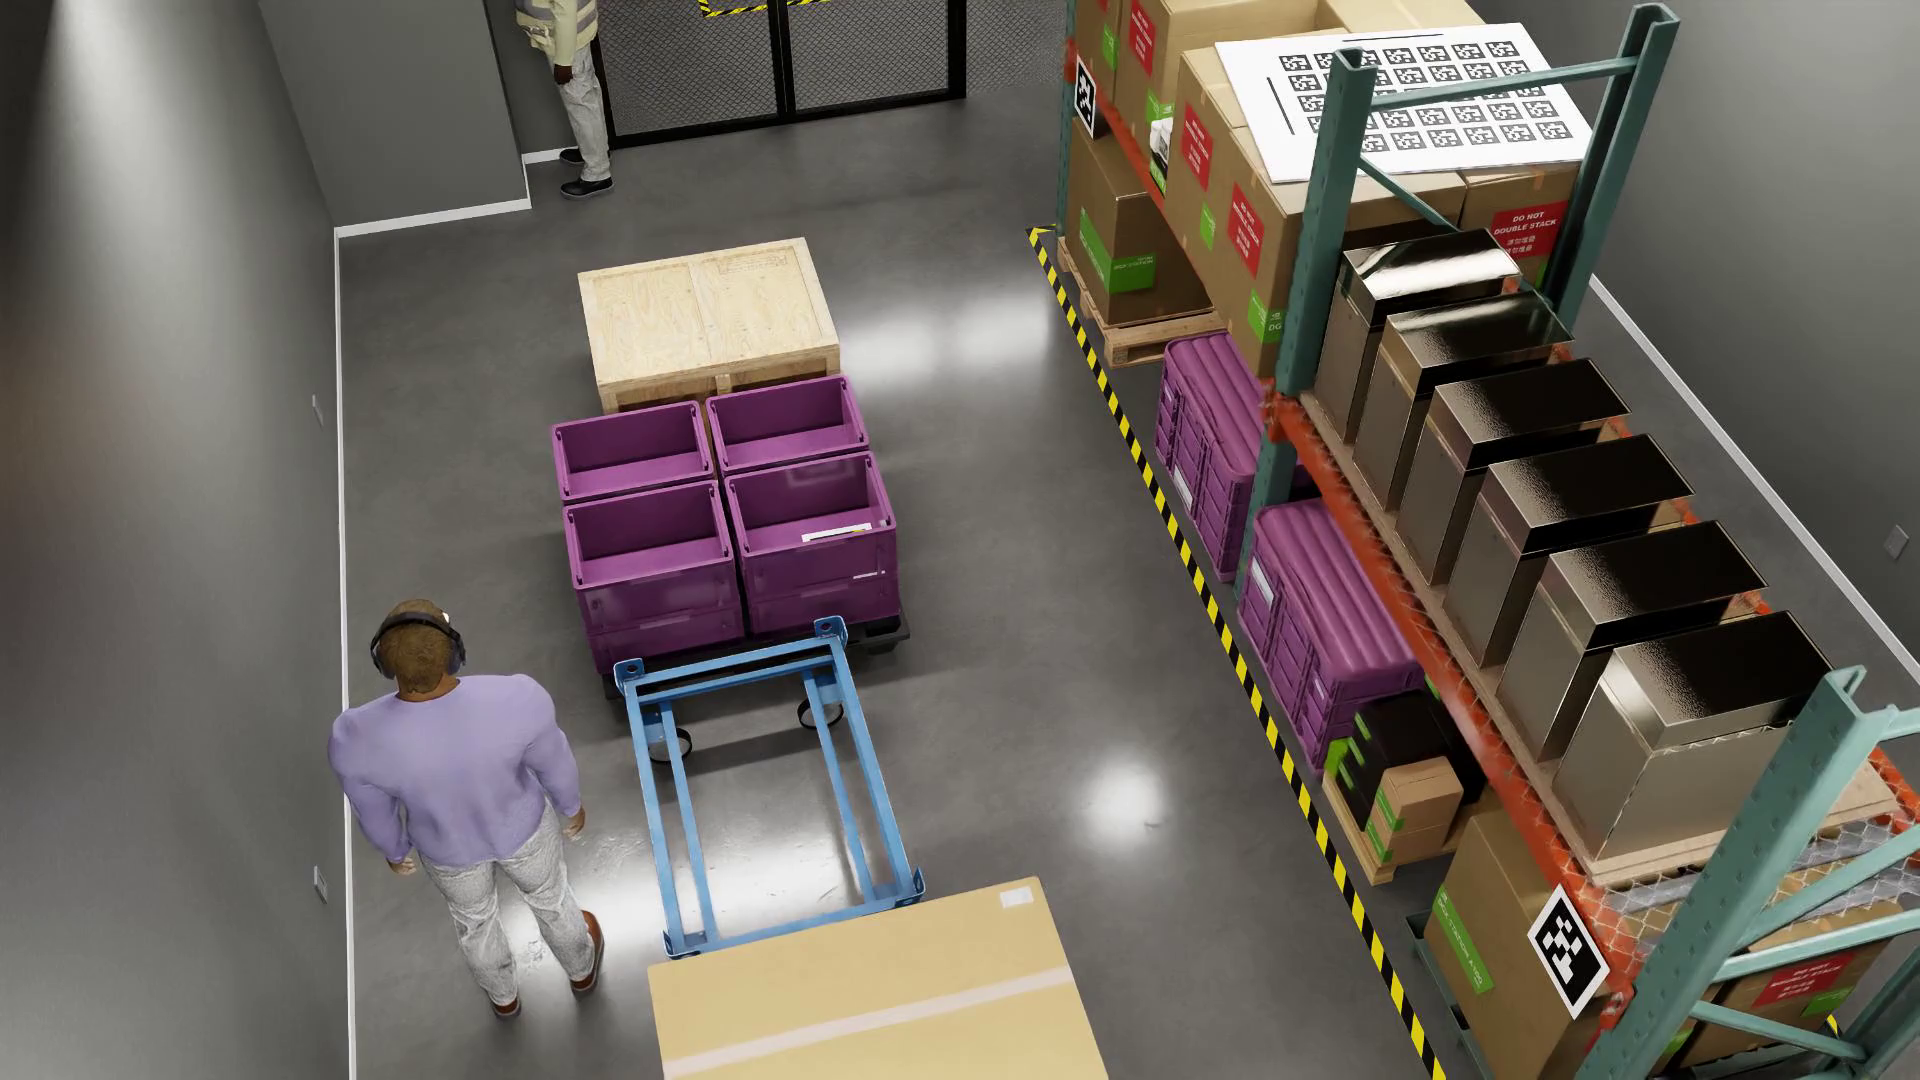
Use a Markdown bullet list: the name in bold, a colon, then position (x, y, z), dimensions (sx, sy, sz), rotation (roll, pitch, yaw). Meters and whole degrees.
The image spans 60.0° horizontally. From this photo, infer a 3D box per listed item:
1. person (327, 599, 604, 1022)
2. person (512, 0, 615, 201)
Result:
- **person**: position (-1.463, 0.866, 5.090), dimensions (0.638, 1.938, 0.356), rotation (-13, 49, -12)
- **person**: position (-1.999, -2.566, 8.314), dimensions (0.404, 1.831, 0.600), rotation (-6, 48, -5)
